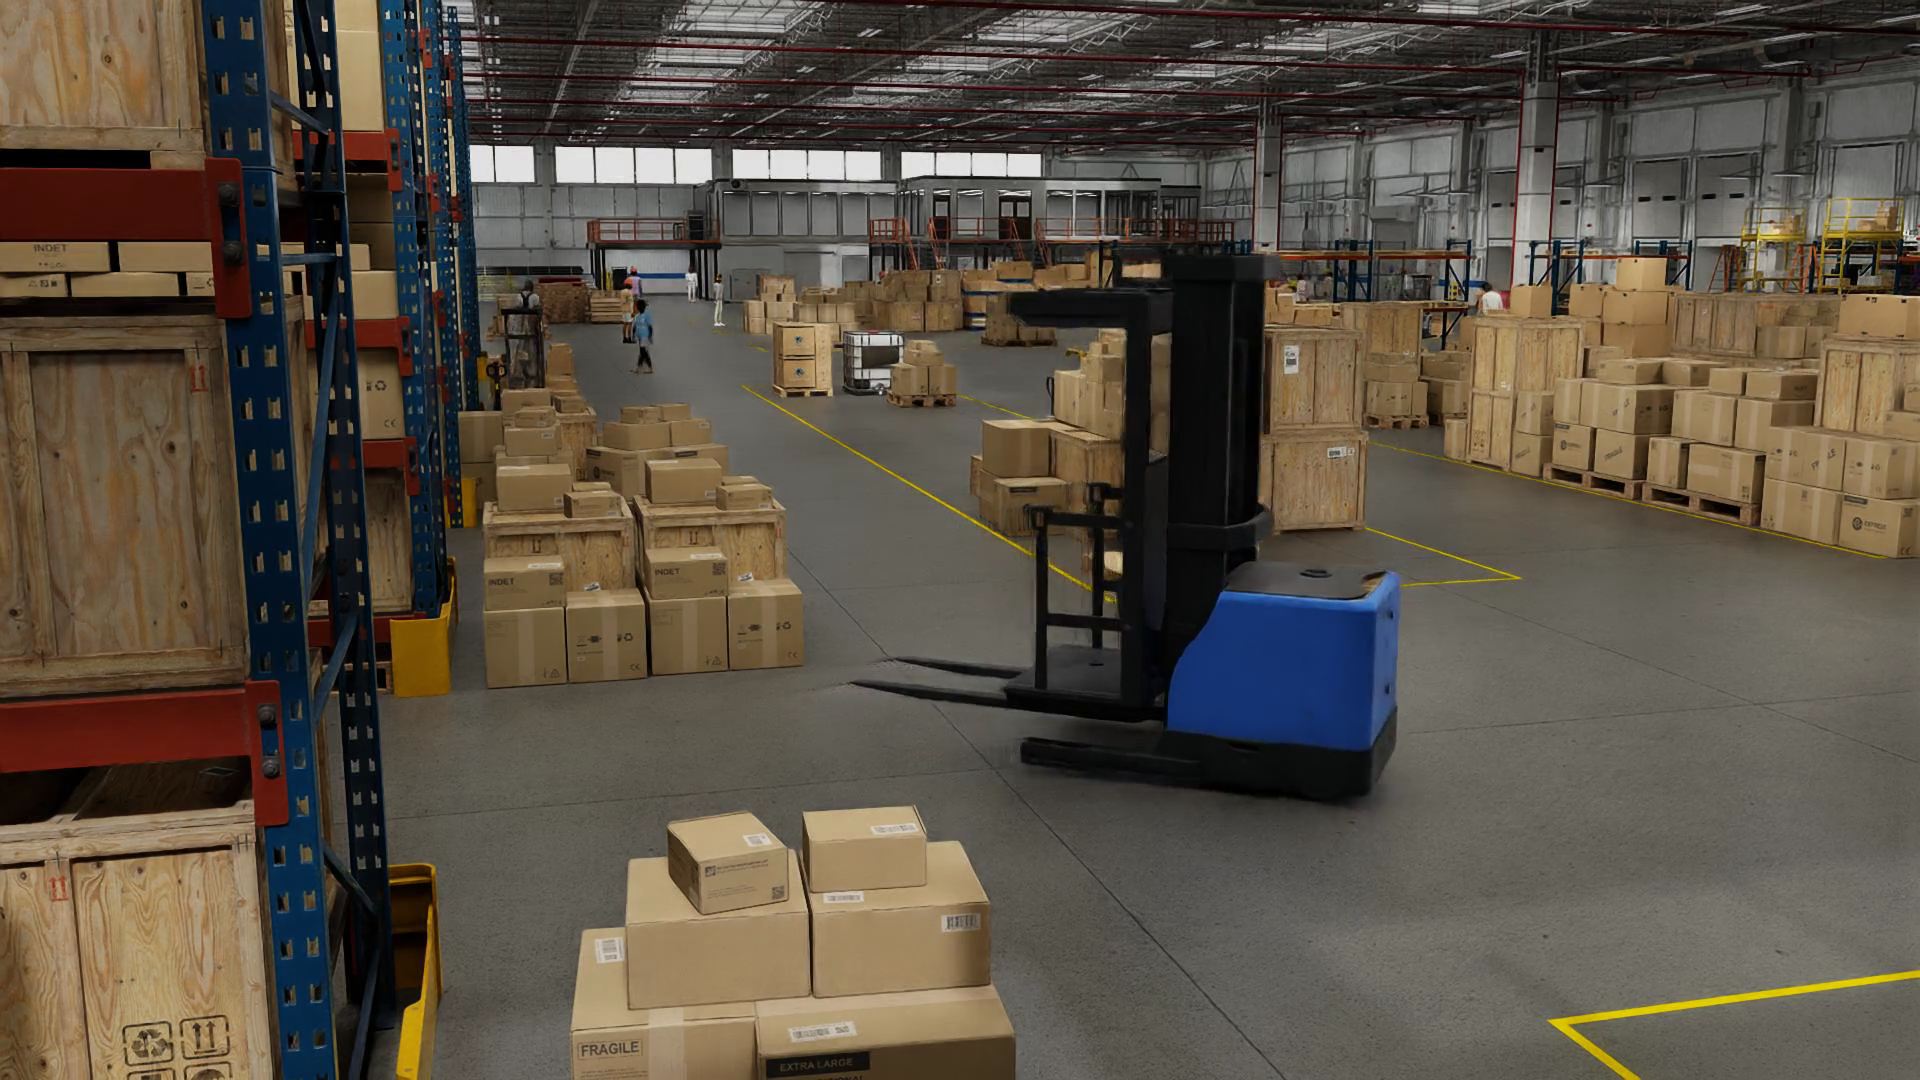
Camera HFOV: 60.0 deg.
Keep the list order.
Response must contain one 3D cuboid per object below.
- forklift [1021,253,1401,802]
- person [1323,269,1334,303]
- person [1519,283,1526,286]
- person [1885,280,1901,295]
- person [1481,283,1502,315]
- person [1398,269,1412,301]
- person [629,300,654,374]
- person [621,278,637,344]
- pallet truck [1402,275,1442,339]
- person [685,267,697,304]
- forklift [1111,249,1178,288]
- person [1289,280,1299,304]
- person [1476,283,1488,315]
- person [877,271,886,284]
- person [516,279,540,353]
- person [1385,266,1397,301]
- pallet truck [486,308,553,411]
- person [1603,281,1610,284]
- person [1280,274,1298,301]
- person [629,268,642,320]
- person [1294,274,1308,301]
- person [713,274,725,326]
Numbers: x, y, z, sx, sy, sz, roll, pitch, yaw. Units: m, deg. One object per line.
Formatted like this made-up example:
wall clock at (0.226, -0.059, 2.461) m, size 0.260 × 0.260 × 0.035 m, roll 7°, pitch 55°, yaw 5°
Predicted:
forklift at (1.412, -0.154, 9.044) m, size 1.873 × 2.768 × 1.129 m, roll 4°, pitch 11°, yaw 22°
person at (16.030, -10.864, 72.445) m, size 0.539 × 1.904 × 0.594 m, roll -2°, pitch 10°, yaw -14°
person at (14.940, -5.893, 44.332) m, size 0.598 × 1.896 × 0.523 m, roll 5°, pitch 11°, yaw 26°
person at (26.668, -6.474, 47.509) m, size 0.551 × 1.933 × 0.366 m, roll -3°, pitch 10°, yaw -16°
person at (14.523, -6.048, 45.276) m, size 0.687 × 1.890 × 0.948 m, roll -3°, pitch 10°, yaw -15°
person at (20.765, -11.755, 77.598) m, size 1.041 × 1.886 × 0.571 m, roll 9°, pitch 14°, yaw 43°
person at (-7.213, -4.552, 37.367) m, size 0.556 × 1.659 × 0.818 m, roll 9°, pitch 13°, yaw 40°
person at (-9.817, -6.787, 49.277) m, size 0.374 × 1.934 × 0.549 m, roll -9°, pitch 13°, yaw -41°
pallet truck at (14.620, -7.324, 52.145) m, size 0.823 × 1.965 × 1.885 m, roll 8°, pitch 13°, yaw 40°
person at (-13.385, -12.675, 82.919) m, size 0.588 × 1.844 × 0.983 m, roll -1°, pitch 10°, yaw -8°
forklift at (2.700, -2.910, 24.652) m, size 1.129 × 2.768 × 1.873 m, roll -3°, pitch 10°, yaw -15°
person at (9.359, -6.426, 47.336) m, size 0.550 × 1.910 × 0.587 m, roll 2°, pitch 10°, yaw 12°
person at (17.304, -7.649, 54.867) m, size 0.545 × 1.679 × 0.408 m, roll 5°, pitch 11°, yaw 25°
person at (-2.769, -8.656, 59.693) m, size 0.377 × 1.995 × 0.608 m, roll 7°, pitch 12°, yaw 36°
person at (-11.507, -5.975, 44.385) m, size 0.684 × 2.000 × 0.980 m, roll 3°, pitch 10°, yaw 16°
person at (20.884, -12.332, 80.691) m, size 0.438 × 1.936 × 0.631 m, roll -8°, pitch 13°, yaw -39°
pallet truck at (-6.242, -2.418, 24.362) m, size 0.823 × 1.965 × 1.885 m, roll 1°, pitch 10°, yaw 3°
person at (19.317, -6.849, 49.977) m, size 0.505 × 1.825 × 0.457 m, roll -4°, pitch 11°, yaw -19°
person at (11.422, -8.264, 57.738) m, size 0.637 × 1.907 × 0.931 m, roll 3°, pitch 10°, yaw 17°
person at (-12.687, -9.583, 64.805) m, size 0.607 × 2.044 × 0.371 m, roll -7°, pitch 12°, yaw -36°
person at (13.101, -9.392, 64.420) m, size 0.641 × 1.794 × 0.911 m, roll -2°, pitch 10°, yaw -12°
person at (-8.720, -8.673, 60.193) m, size 0.328 × 1.861 × 0.504 m, roll 7°, pitch 12°, yaw 34°
